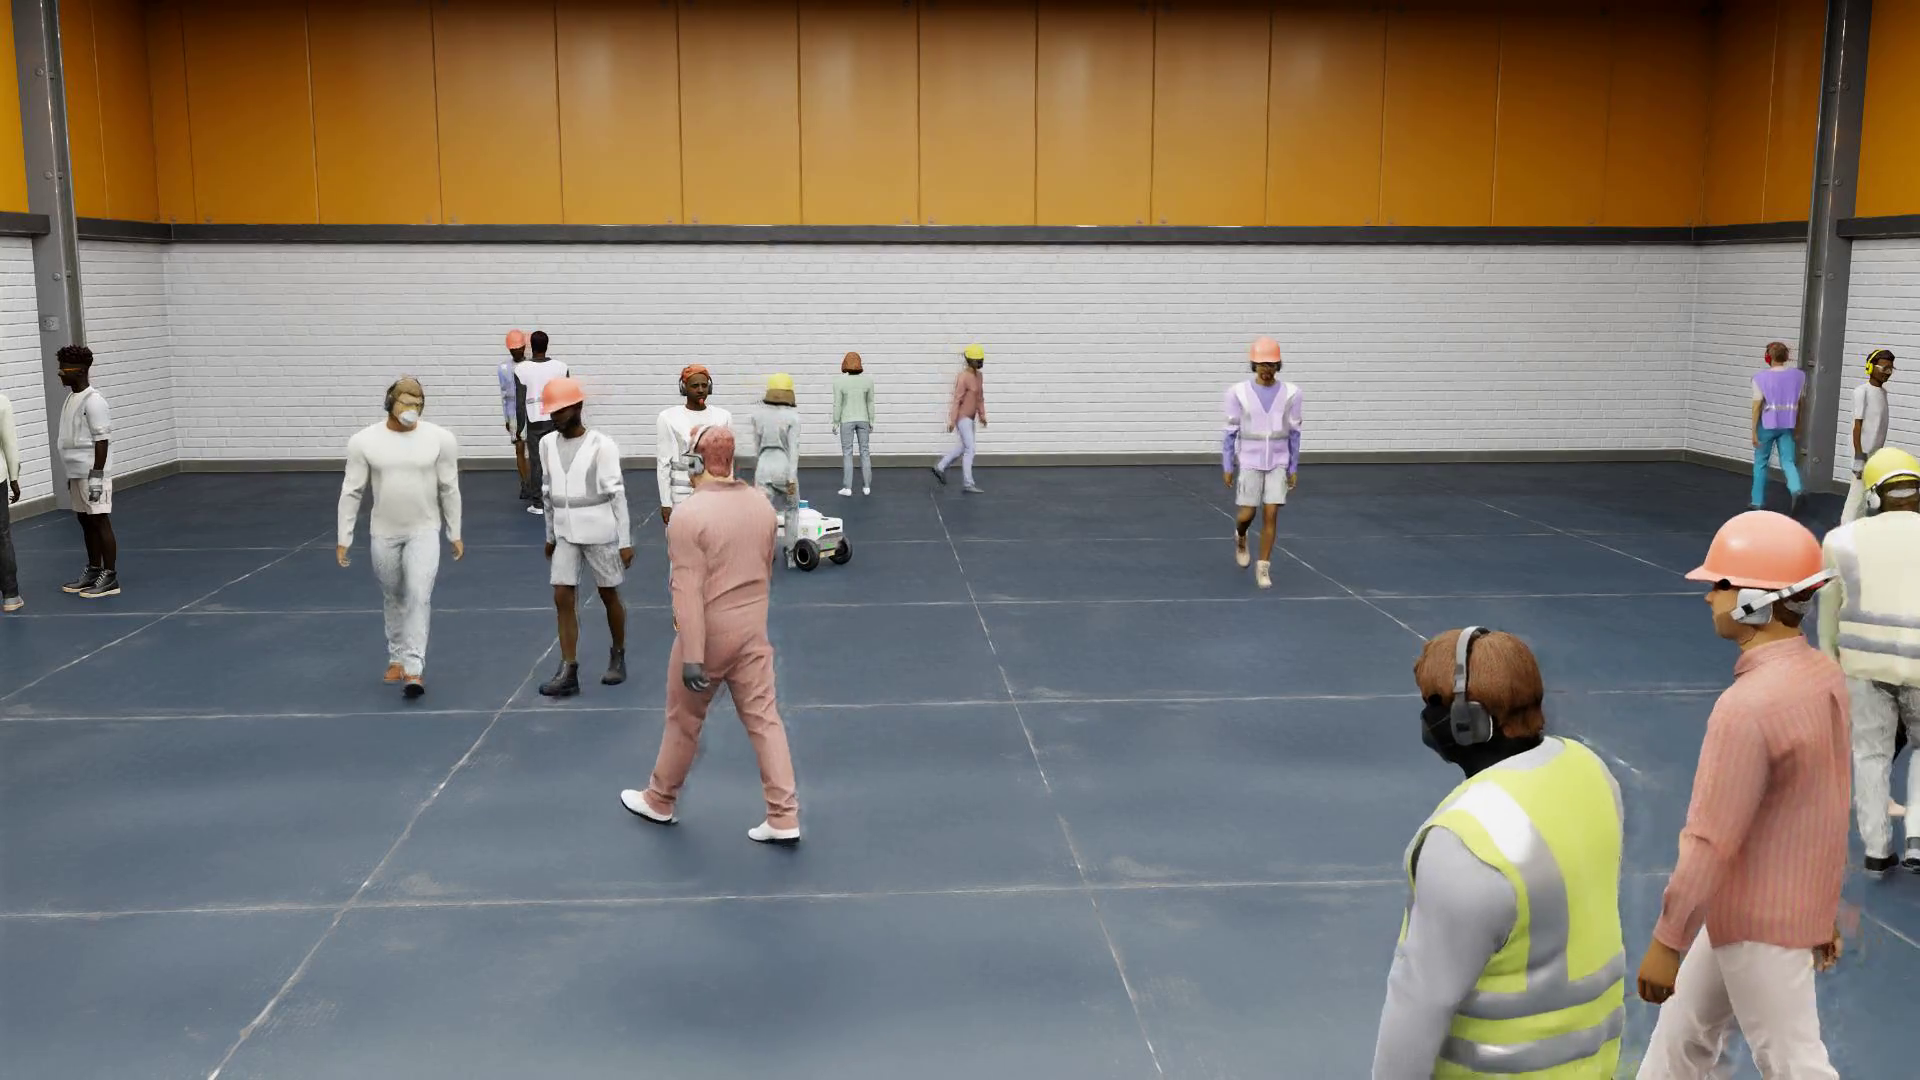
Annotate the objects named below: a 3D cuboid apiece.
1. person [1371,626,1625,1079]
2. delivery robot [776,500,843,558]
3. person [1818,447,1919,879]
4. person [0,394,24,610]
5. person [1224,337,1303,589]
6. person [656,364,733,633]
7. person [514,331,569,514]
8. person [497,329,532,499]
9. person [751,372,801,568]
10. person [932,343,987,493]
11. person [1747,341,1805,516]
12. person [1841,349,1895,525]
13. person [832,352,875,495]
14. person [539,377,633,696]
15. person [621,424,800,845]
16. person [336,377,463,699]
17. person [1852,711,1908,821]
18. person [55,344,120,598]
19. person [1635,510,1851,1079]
[{"bbox_3d":[1.005,1.060,3.446,0.878,1.801,0.637,8,12,41],"label":"person"},{"bbox_3d":[-1.355,-0.098,14.331,0.707,0.478,0.477,7,12,38],"label":"delivery robot"},{"bbox_3d":[3.879,0.521,6.881,0.629,1.793,0.448,7,11,37],"label":"person"},{"bbox_3d":[-7.285,-0.446,12.296,0.609,1.997,0.375,-5,11,-31],"label":"person"},{"bbox_3d":[2.433,-0.637,13.457,0.610,2.019,0.692,0,9,1],"label":"person"},{"bbox_3d":[-1.841,-0.291,11.680,0.575,1.883,0.355,-6,11,-33],"label":"person"},{"bbox_3d":[-4.372,-1.231,17.465,0.587,1.920,0.390,-5,10,-27],"label":"person"},{"bbox_3d":[-4.903,-1.437,18.834,0.591,1.899,0.834,-1,9,-4],"label":"person"},{"bbox_3d":[-1.566,-0.552,13.909,0.473,1.695,0.878,3,9,17],"label":"person"},{"bbox_3d":[0.001,-1.409,19.167,0.705,1.728,0.533,4,10,23],"label":"person"},{"bbox_3d":[8.550,-1.163,17.372,0.587,1.821,0.816,0,9,1],"label":"person"},{"bbox_3d":[7.862,-0.710,14.377,0.520,1.864,0.333,-8,12,-39],"label":"person"},{"bbox_3d":[-1.211,-1.320,18.919,0.498,1.634,0.280,-4,10,-22],"label":"person"},{"bbox_3d":[-2.256,-0.016,9.903,0.693,1.886,0.893,3,10,18],"label":"person"},{"bbox_3d":[-1.082,0.409,7.381,1.024,1.846,0.658,7,11,37],"label":"person"},{"bbox_3d":[-3.336,-0.013,9.889,0.703,1.884,0.978,-2,9,-11],"label":"person"},{"bbox_3d":[4.505,0.502,7.425,0.542,1.638,0.875,-8,12,-43],"label":"person"},{"bbox_3d":[-6.823,-0.539,12.978,0.607,1.966,0.367,8,12,42],"label":"person"},{"bbox_3d":[1.919,0.894,4.066,1.020,1.941,0.638,8,12,40],"label":"person"}]
